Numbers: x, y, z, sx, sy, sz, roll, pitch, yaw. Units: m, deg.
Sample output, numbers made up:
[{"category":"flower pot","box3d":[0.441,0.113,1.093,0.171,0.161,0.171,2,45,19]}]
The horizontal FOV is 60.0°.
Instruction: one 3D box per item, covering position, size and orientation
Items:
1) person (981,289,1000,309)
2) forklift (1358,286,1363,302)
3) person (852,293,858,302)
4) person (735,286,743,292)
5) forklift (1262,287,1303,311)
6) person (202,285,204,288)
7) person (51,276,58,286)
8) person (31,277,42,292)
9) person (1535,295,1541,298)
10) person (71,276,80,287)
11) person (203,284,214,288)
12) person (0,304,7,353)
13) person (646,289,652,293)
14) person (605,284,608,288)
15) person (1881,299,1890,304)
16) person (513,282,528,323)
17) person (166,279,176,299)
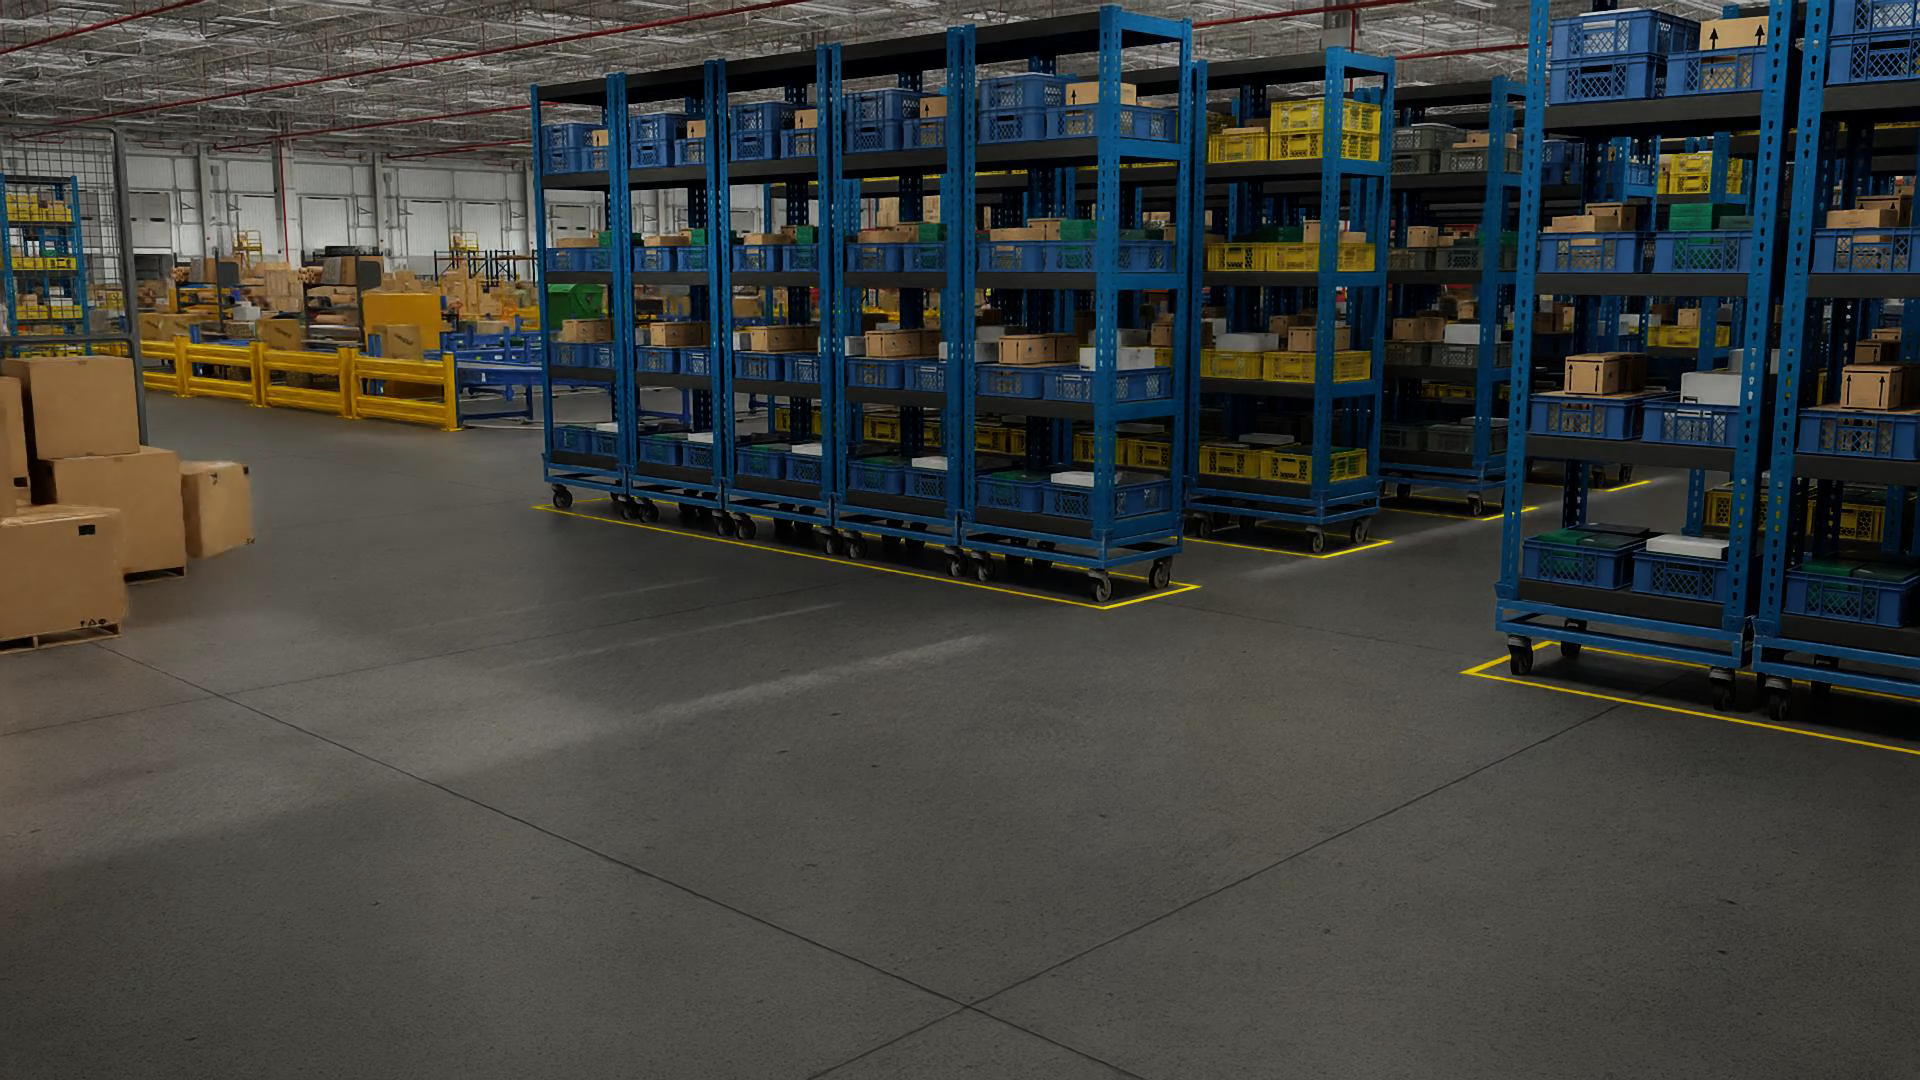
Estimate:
[{"category":"person","box3d":[0.578,-3.605,29.454,0.531,1.767,0.328,5,10,26]},{"category":"forklift","box3d":[11.100,-7.017,46.970,1.873,2.768,1.129,9,13,43]},{"category":"person","box3d":[-4.528,-10.286,70.694,0.535,1.677,0.612,8,12,42]},{"category":"person","box3d":[-9.288,-10.181,69.248,0.545,1.938,0.357,8,12,41]},{"category":"forklift","box3d":[10.769,-8.203,54.240,1.129,2.768,1.873,8,12,42]},{"category":"person","box3d":[-35.706,-11.674,78.844,0.987,1.791,0.645,-8,12,-40]},{"category":"person","box3d":[-44.924,-12.410,82.913,0.607,1.952,1.024,-1,9,-7]},{"category":"person","box3d":[-29.031,-7.376,52.164,0.762,1.900,0.580,-7,12,-38]},{"category":"person","box3d":[15.353,-6.153,44.925,0.589,1.821,0.404,1,9,8]},{"category":"person","box3d":[-38.738,-10.775,72.926,0.480,1.923,0.587,2,9,13]},{"category":"person","box3d":[-32.782,-10.687,72.584,0.328,1.865,0.517,6,11,34]},{"category":"person","box3d":[-15.652,-3.205,26.709,0.943,1.870,0.646,7,11,36]},{"category":"person","box3d":[-15.572,-12.424,83.058,0.420,1.923,0.668,0,9,-1]},{"category":"person","box3d":[-16.166,-11.295,76.287,0.328,1.872,0.515,-3,10,-16]},{"category":"person","box3d":[20.395,-4.915,36.971,0.643,1.942,1.048,2,10,13]},{"category":"person","box3d":[-15.338,-8.196,58.043,0.439,1.615,0.522,9,13,43]},{"category":"person","box3d":[-33.938,-10.597,71.915,0.639,1.896,0.934,6,11,34]}]
